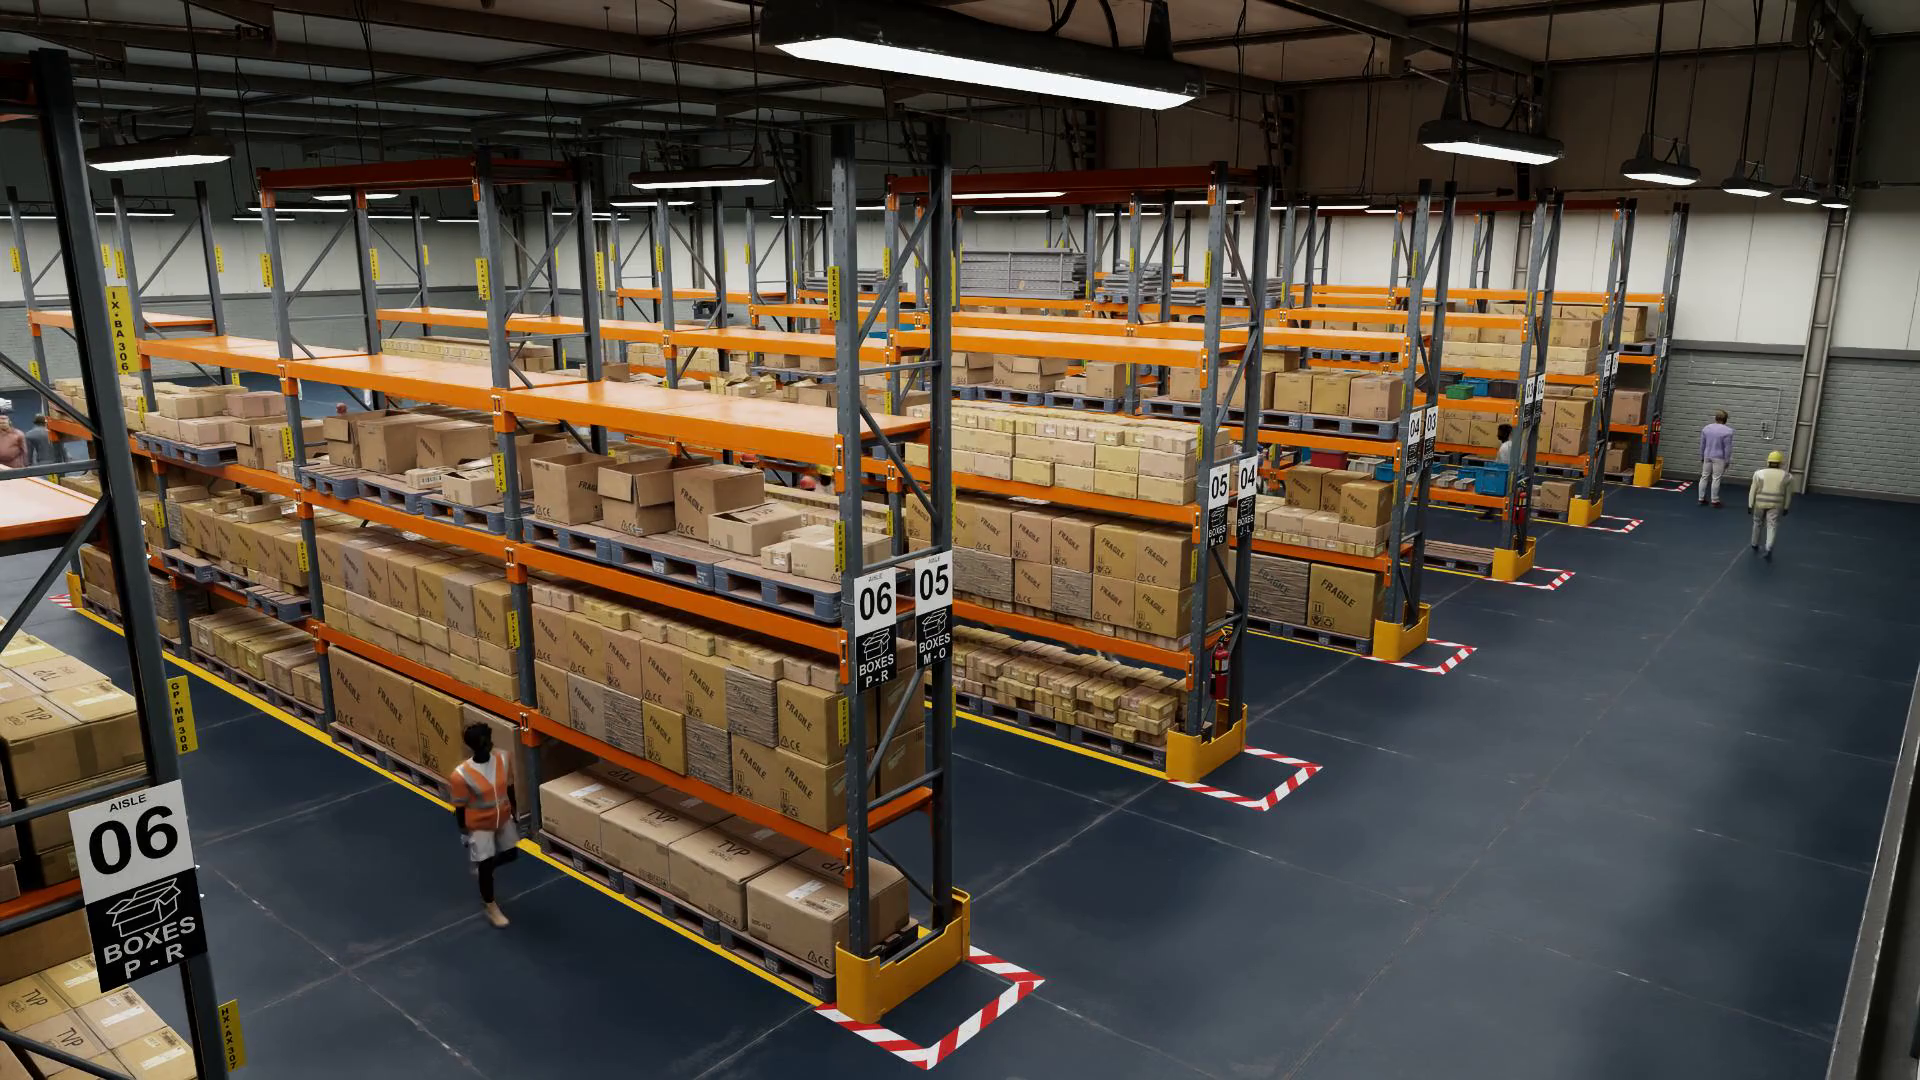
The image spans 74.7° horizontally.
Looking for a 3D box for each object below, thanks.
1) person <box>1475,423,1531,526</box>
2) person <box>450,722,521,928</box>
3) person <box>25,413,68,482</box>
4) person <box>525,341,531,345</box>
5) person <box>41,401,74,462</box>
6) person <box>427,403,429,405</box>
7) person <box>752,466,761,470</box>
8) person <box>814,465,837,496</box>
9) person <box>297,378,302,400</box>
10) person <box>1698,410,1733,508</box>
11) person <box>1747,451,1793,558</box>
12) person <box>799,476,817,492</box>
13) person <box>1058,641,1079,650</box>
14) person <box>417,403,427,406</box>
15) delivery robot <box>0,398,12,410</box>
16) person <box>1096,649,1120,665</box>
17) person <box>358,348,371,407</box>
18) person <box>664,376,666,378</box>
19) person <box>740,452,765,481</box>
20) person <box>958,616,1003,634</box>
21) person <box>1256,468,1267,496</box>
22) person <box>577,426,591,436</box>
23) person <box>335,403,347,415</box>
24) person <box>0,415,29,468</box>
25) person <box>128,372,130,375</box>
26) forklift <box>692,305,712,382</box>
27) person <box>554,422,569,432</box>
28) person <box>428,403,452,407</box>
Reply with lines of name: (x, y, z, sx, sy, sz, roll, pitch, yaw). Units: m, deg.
person: (10.338, -1.237, 23.724, 0.968, 1.929, 0.613, 8, 16, 29)
person: (-3.788, 2.216, 9.993, 0.505, 1.682, 0.541, 10, 17, 35)
person: (-18.260, -1.588, 25.162, 0.775, 1.913, 0.661, 11, 18, 39)
person: (-15.058, -6.119, 44.168, 0.737, 1.739, 0.531, 7, 15, 26)
person: (-21.188, -2.623, 29.439, 0.648, 1.914, 0.442, 8, 16, 30)
person: (-13.712, -3.593, 33.292, 0.775, 1.967, 0.654, 3, 14, 11)
person: (-3.528, -0.470, 21.203, 0.460, 1.613, 0.496, 5, 15, 21)
person: (-2.185, -0.308, 19.932, 0.625, 1.908, 0.586, 11, 17, 38)
person: (-22.007, -5.467, 41.503, 0.305, 1.736, 0.484, 5, 14, 18)
person: (15.192, -1.642, 25.342, 0.377, 1.940, 0.629, -6, 15, -24)
person: (13.766, -0.611, 21.415, 0.606, 1.801, 0.882, 8, 16, 28)
person: (-2.284, -0.018, 18.759, 0.573, 1.888, 0.961, -11, 18, -39)
person: (1.334, 0.503, 16.685, 0.589, 1.869, 0.588, 11, 17, 37)
person: (-14.677, -3.852, 34.593, 0.936, 1.872, 0.652, -7, 16, -28)
delivery robot: (-29.495, -4.188, 38.594, 0.707, 0.478, 0.477, 2, 14, 10)
person: (1.943, 0.799, 15.944, 0.530, 1.619, 0.341, -8, 16, -31)
person: (-18.916, -5.161, 39.967, 0.650, 1.865, 0.978, -2, 14, -8)
person: (-11.253, -6.917, 47.703, 0.290, 1.628, 0.508, 7, 15, 27)
person: (-3.399, -0.474, 20.342, 0.605, 2.033, 0.391, -8, 16, -30)
person: (0.243, 0.305, 17.417, 0.992, 1.906, 0.600, 12, 18, 42)
person: (4.431, -0.334, 19.840, 0.713, 2.000, 0.838, -12, 18, -40)
person: (-8.071, -1.971, 27.298, 0.862, 1.653, 0.533, -8, 16, -30)
person: (-13.145, -1.997, 26.954, 0.651, 1.876, 0.904, -11, 17, -37)
person: (-18.905, -1.544, 25.027, 0.703, 1.894, 0.548, -5, 15, -21)
person: (-22.475, -3.783, 34.225, 0.859, 1.911, 0.554, -12, 18, -40)
forklift: (-9.511, -7.392, 47.124, 1.873, 2.768, 1.129, 11, 17, 38)
person: (-7.755, -1.507, 24.633, 0.661, 2.021, 0.520, -10, 17, -34)
person: (-12.917, -3.059, 31.367, 0.568, 1.843, 0.374, -7, 15, -28)
